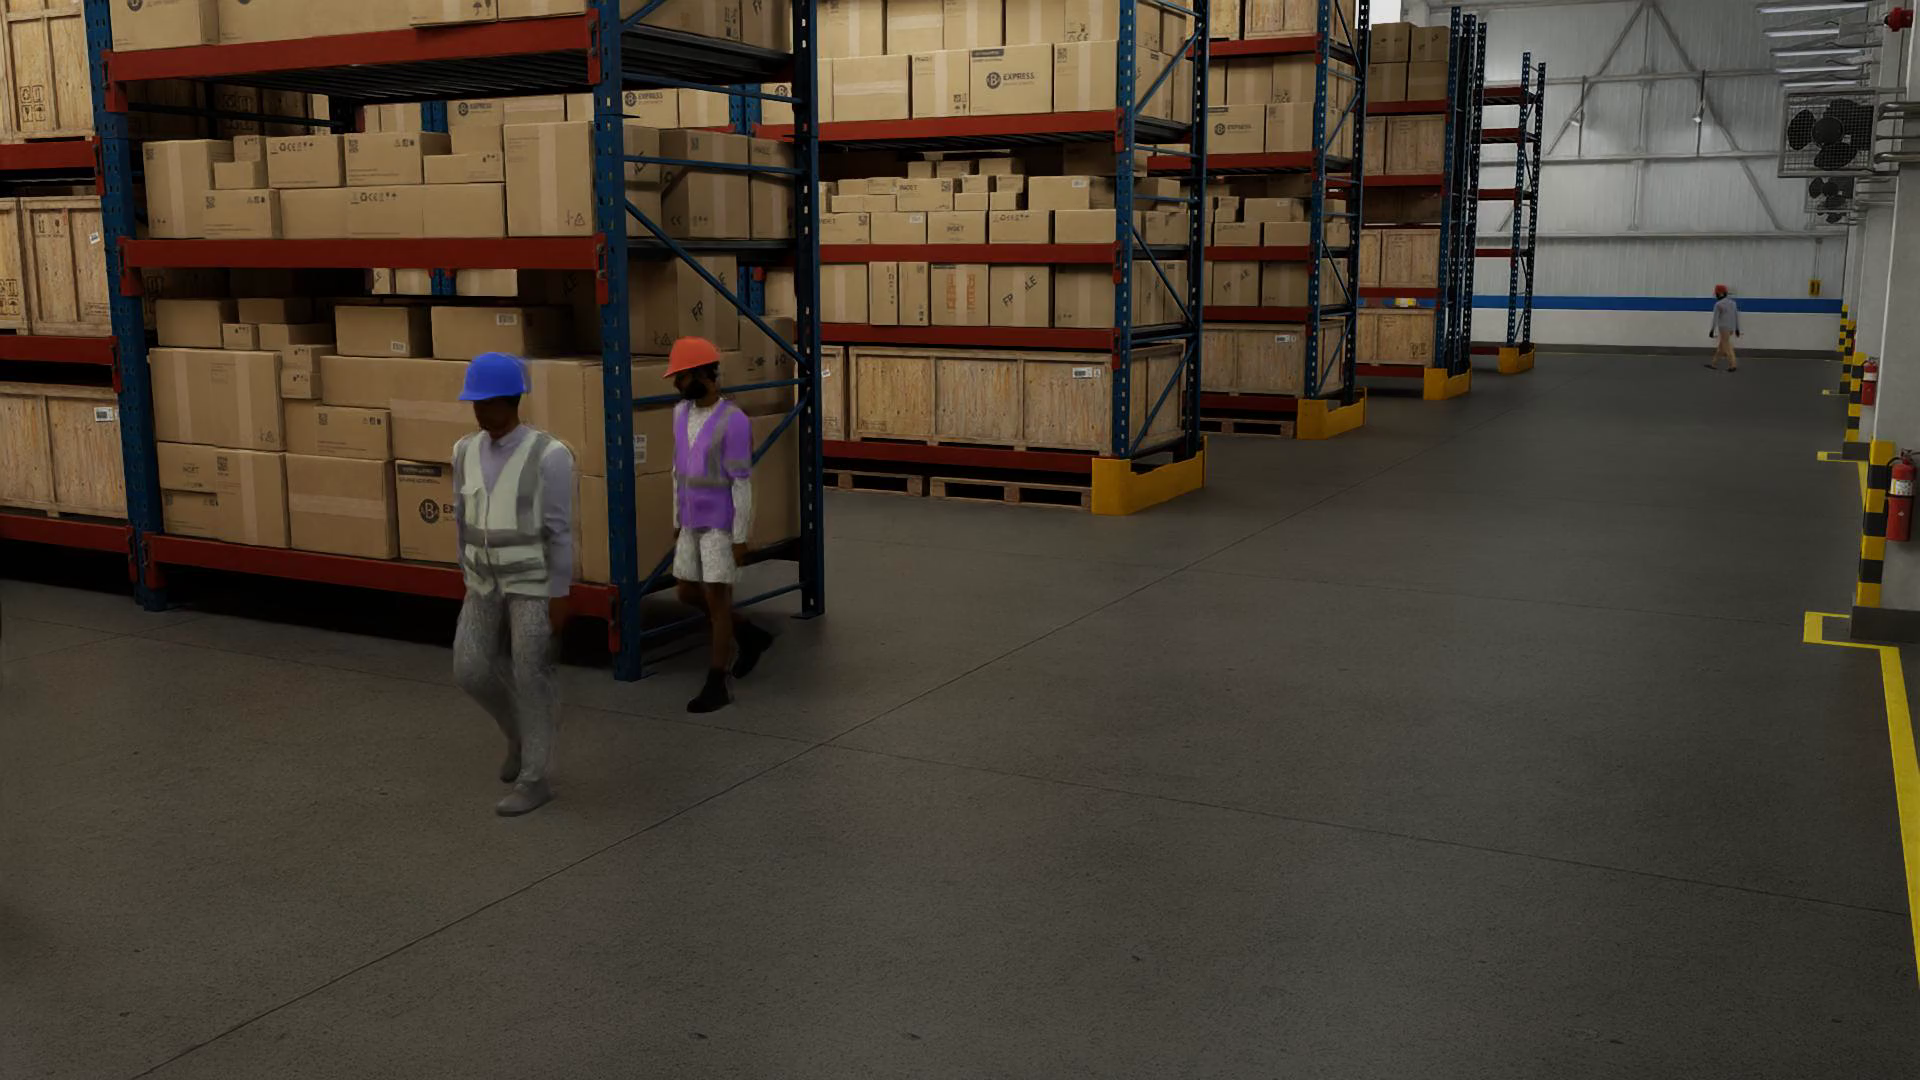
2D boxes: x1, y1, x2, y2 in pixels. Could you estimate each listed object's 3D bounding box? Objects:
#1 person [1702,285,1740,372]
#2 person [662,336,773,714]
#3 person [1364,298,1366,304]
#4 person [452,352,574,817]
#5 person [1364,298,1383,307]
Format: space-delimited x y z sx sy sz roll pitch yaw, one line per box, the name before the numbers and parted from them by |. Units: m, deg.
person | 14.981 -4.157 32.702 0.578 1.696 0.901 -6 12 -32
person | -1.263 -0.103 8.637 0.589 1.913 0.630 8 13 40
person | 9.651 -5.273 39.086 0.504 1.730 0.522 -4 11 -21
person | -1.863 0.181 6.942 0.620 1.933 0.467 4 11 22
person | 8.937 -4.878 36.431 0.974 1.859 0.659 4 11 24
